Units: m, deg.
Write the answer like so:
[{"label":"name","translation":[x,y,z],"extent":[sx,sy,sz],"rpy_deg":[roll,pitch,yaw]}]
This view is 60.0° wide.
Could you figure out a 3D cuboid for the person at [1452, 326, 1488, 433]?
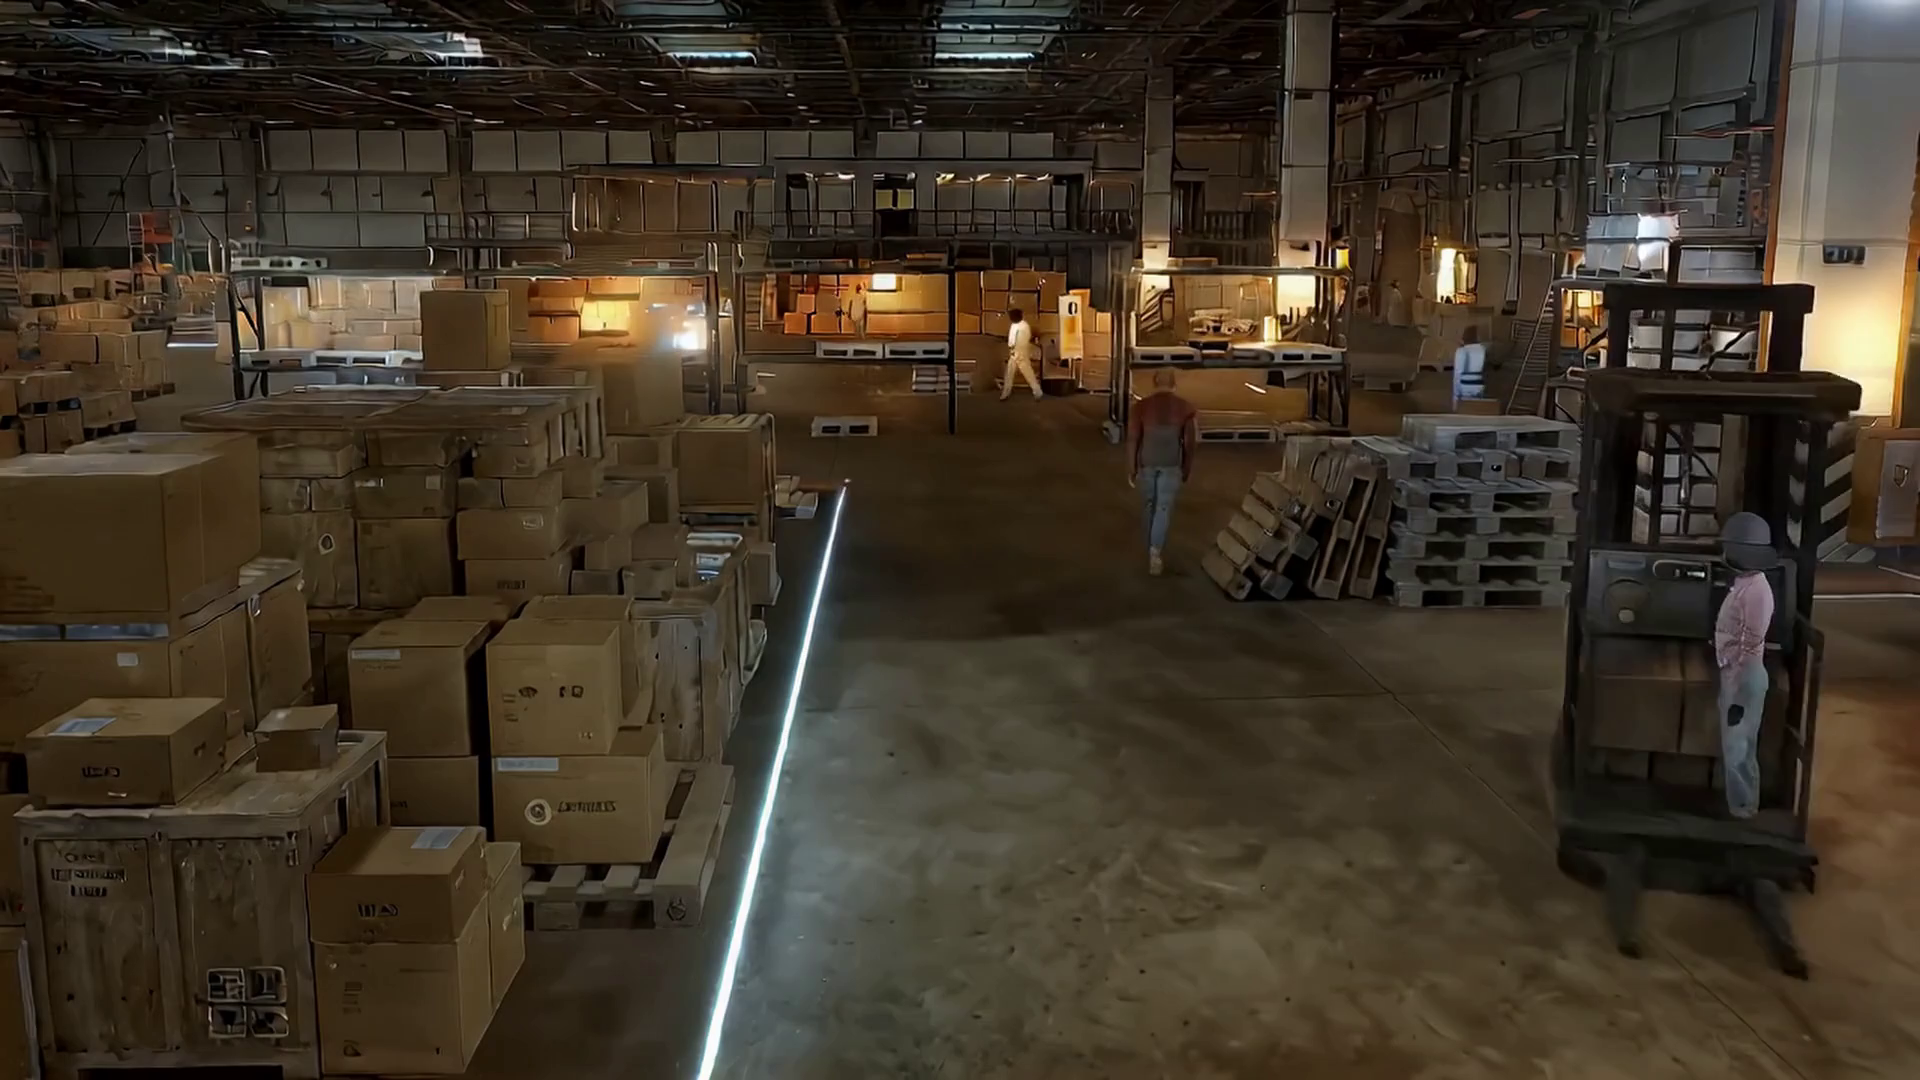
[{"label":"person","translation":[7.337,-2.159,23.968],"extent":[0.561,1.838,1.012],"rpy_deg":[-3,11,-15]}]

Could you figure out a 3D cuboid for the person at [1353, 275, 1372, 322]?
[{"label":"person","translation":[13.692,-8.022,56.385],"extent":[0.831,1.909,0.539],"rpy_deg":[-1,10,-6]}]

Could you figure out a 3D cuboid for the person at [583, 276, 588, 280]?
[{"label":"person","translation":[-10.956,-6.783,49.099],"extent":[0.605,2.044,0.374],"rpy_deg":[4,11,21]}]

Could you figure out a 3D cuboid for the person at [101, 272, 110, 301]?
[{"label":"person","translation":[-32.949,-9.407,64.221],"extent":[0.332,1.866,0.514],"rpy_deg":[-9,14,-42]}]

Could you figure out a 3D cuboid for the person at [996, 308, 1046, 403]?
[{"label":"person","translation":[1.179,-3.462,31.297],"extent":[0.920,1.805,0.624],"rpy_deg":[-4,11,-21]}]

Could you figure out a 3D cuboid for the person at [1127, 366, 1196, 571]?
[{"label":"person","translation":[1.871,-0.680,15.554],"extent":[0.620,1.893,1.038],"rpy_deg":[4,11,19]}]

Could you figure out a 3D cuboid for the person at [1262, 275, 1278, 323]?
[{"label":"person","translation":[11.634,-9.133,62.456],"extent":[0.602,1.949,0.396],"rpy_deg":[5,11,25]}]

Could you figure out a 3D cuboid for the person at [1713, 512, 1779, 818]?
[{"label":"person","translation":[3.772,0.726,8.104],"extent":[0.295,1.743,0.493],"rpy_deg":[4,11,20]}]

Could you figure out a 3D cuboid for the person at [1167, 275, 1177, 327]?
[{"label":"person","translation":[7.550,-8.612,59.420],"extent":[0.379,1.996,0.608],"rpy_deg":[1,10,8]}]

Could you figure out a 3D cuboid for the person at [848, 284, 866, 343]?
[{"label":"person","translation":[-2.939,-6.380,47.477],"extent":[0.554,1.819,0.971],"rpy_deg":[-3,11,-17]}]

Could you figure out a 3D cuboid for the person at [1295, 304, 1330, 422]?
[{"label":"person","translation":[5.969,-2.975,28.024],"extent":[0.380,1.993,0.610],"rpy_deg":[-8,13,-38]}]

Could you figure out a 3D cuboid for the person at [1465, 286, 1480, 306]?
[{"label":"person","translation":[15.325,-6.751,49.883],"extent":[0.318,1.700,0.535],"rpy_deg":[-6,12,-31]}]

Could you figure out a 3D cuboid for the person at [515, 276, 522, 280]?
[{"label":"person","translation":[-15.022,-8.120,57.006],"extent":[0.566,1.908,0.653],"rpy_deg":[0,10,1]}]

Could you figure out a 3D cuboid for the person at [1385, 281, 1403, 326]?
[{"label":"person","translation":[14.605,-7.852,55.986],"extent":[0.593,1.708,0.875],"rpy_deg":[1,10,8]}]

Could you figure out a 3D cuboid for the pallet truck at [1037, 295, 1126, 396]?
[{"label":"pallet truck","translation":[2.483,-3.881,33.060],"extent":[1.885,1.965,0.823],"rpy_deg":[-7,13,-36]}]

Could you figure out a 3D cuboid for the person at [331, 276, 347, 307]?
[{"label":"person","translation":[-25.879,-10.286,69.144],"extent":[0.601,1.847,0.846],"rpy_deg":[1,10,5]}]

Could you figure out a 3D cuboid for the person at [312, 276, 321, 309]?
[{"label":"person","translation":[-25.284,-9.569,65.422],"extent":[0.348,1.756,0.518],"rpy_deg":[-6,12,-32]}]

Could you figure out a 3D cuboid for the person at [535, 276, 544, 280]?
[{"label":"person","translation":[-15.530,-9.083,61.921],"extent":[0.537,2.000,0.683],"rpy_deg":[-7,12,-32]}]

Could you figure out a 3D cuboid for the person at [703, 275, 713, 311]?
[{"label":"person","translation":[-8.644,-8.105,56.810],"extent":[0.524,1.919,0.648],"rpy_deg":[-5,11,-27]}]

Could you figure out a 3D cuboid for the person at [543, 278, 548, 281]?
[{"label":"person","translation":[-16.814,-9.888,66.869],"extent":[0.596,1.874,0.994],"rpy_deg":[-3,11,-18]}]

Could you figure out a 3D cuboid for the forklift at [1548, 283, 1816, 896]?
[{"label":"forklift","translation":[3.678,0.096,8.446],"extent":[1.129,2.768,1.873],"rpy_deg":[3,11,17]}]
